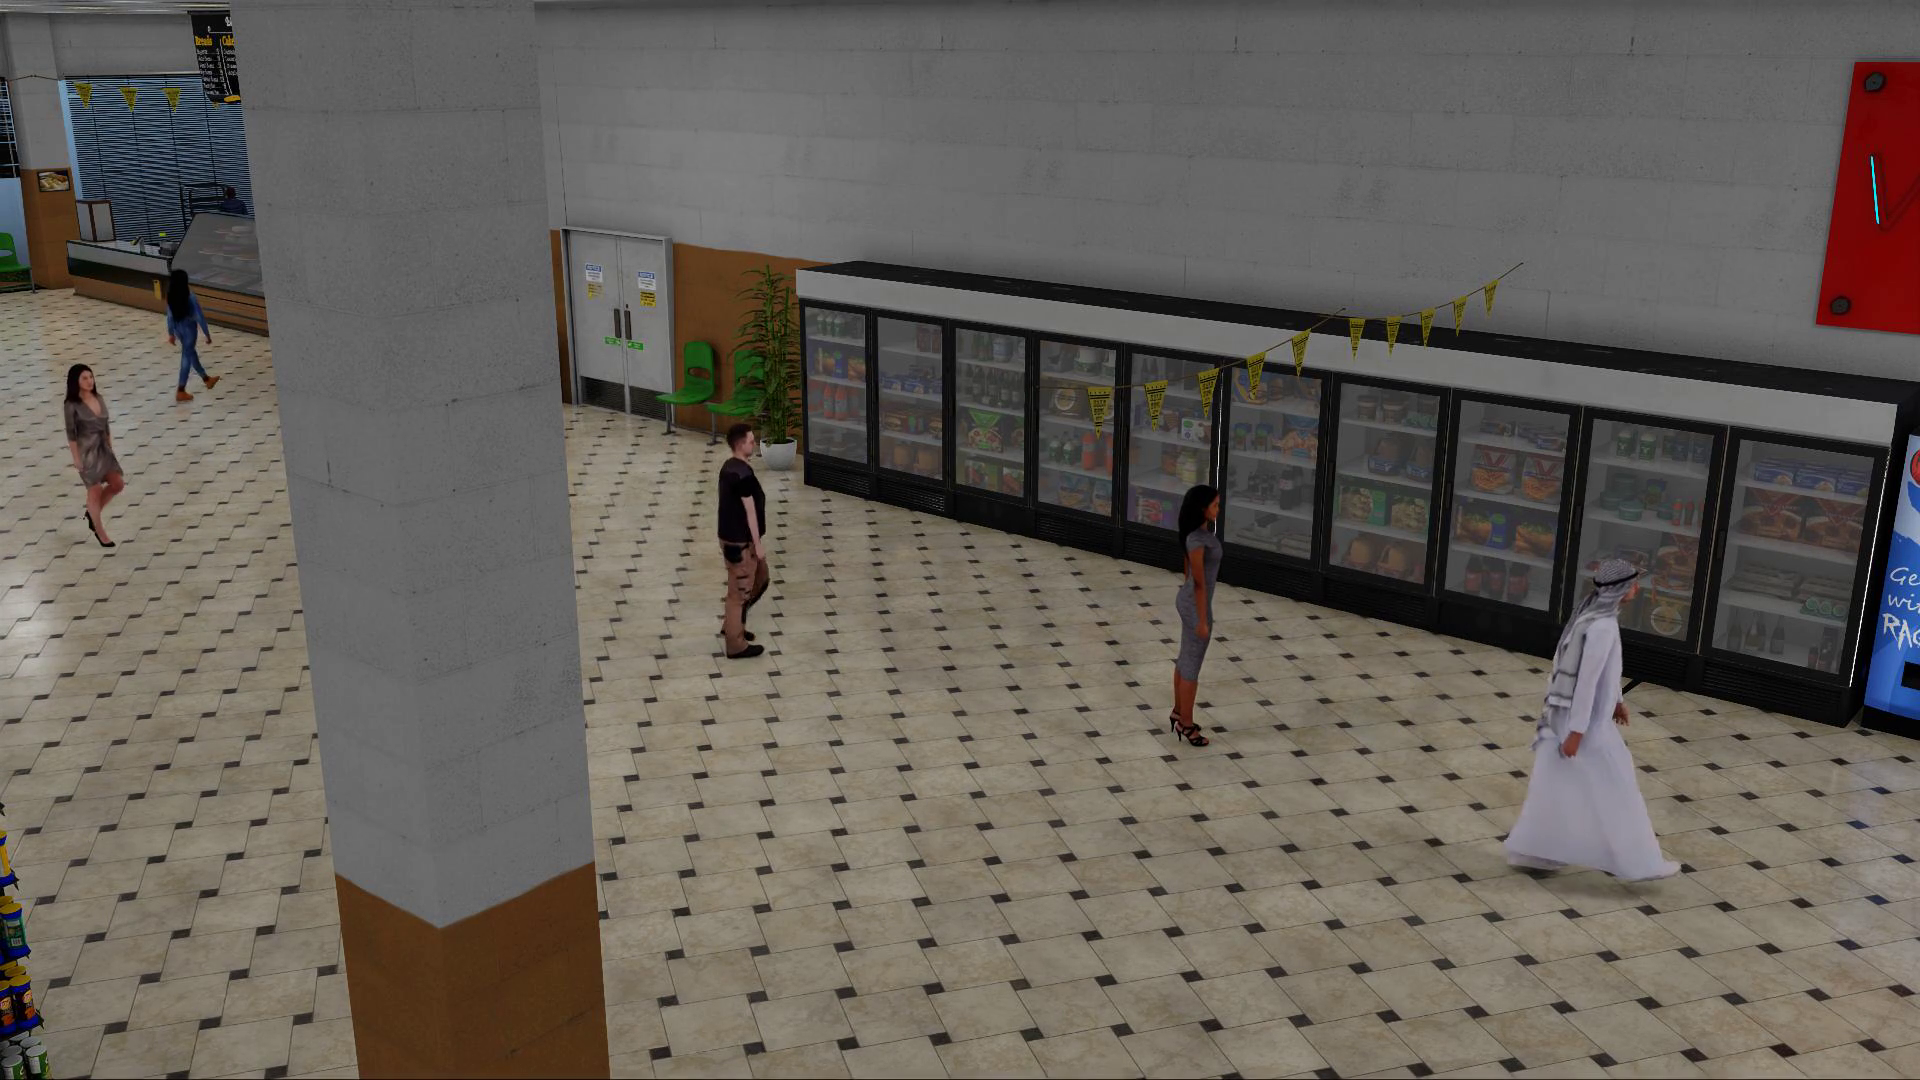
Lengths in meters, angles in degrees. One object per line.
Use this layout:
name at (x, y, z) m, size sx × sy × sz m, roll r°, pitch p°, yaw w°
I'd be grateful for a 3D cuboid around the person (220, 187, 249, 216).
person at (-14.056, -5.944, 32.297) m, size 0.675 × 1.824 × 0.814 m, roll -9°, pitch 19°, yaw -27°

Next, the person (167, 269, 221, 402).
person at (-10.139, -2.635, 21.663) m, size 0.927 × 1.672 × 1.239 m, roll 5°, pitch 18°, yaw 16°

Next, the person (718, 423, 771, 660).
person at (-1.758, 0.015, 12.663) m, size 0.825 × 1.830 × 0.796 m, roll -5°, pitch 18°, yaw -15°

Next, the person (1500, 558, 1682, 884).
person at (3.375, 1.011, 9.282) m, size 1.136 × 1.888 × 1.222 m, roll 2°, pitch 17°, yaw 8°

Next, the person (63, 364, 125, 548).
person at (-8.111, -0.783, 15.451) m, size 0.790 × 1.737 × 0.733 m, roll 6°, pitch 18°, yaw 19°

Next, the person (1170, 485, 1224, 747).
person at (1.567, 0.496, 11.164) m, size 0.724 × 1.780 × 0.645 m, roll 0°, pitch 17°, yaw 1°
